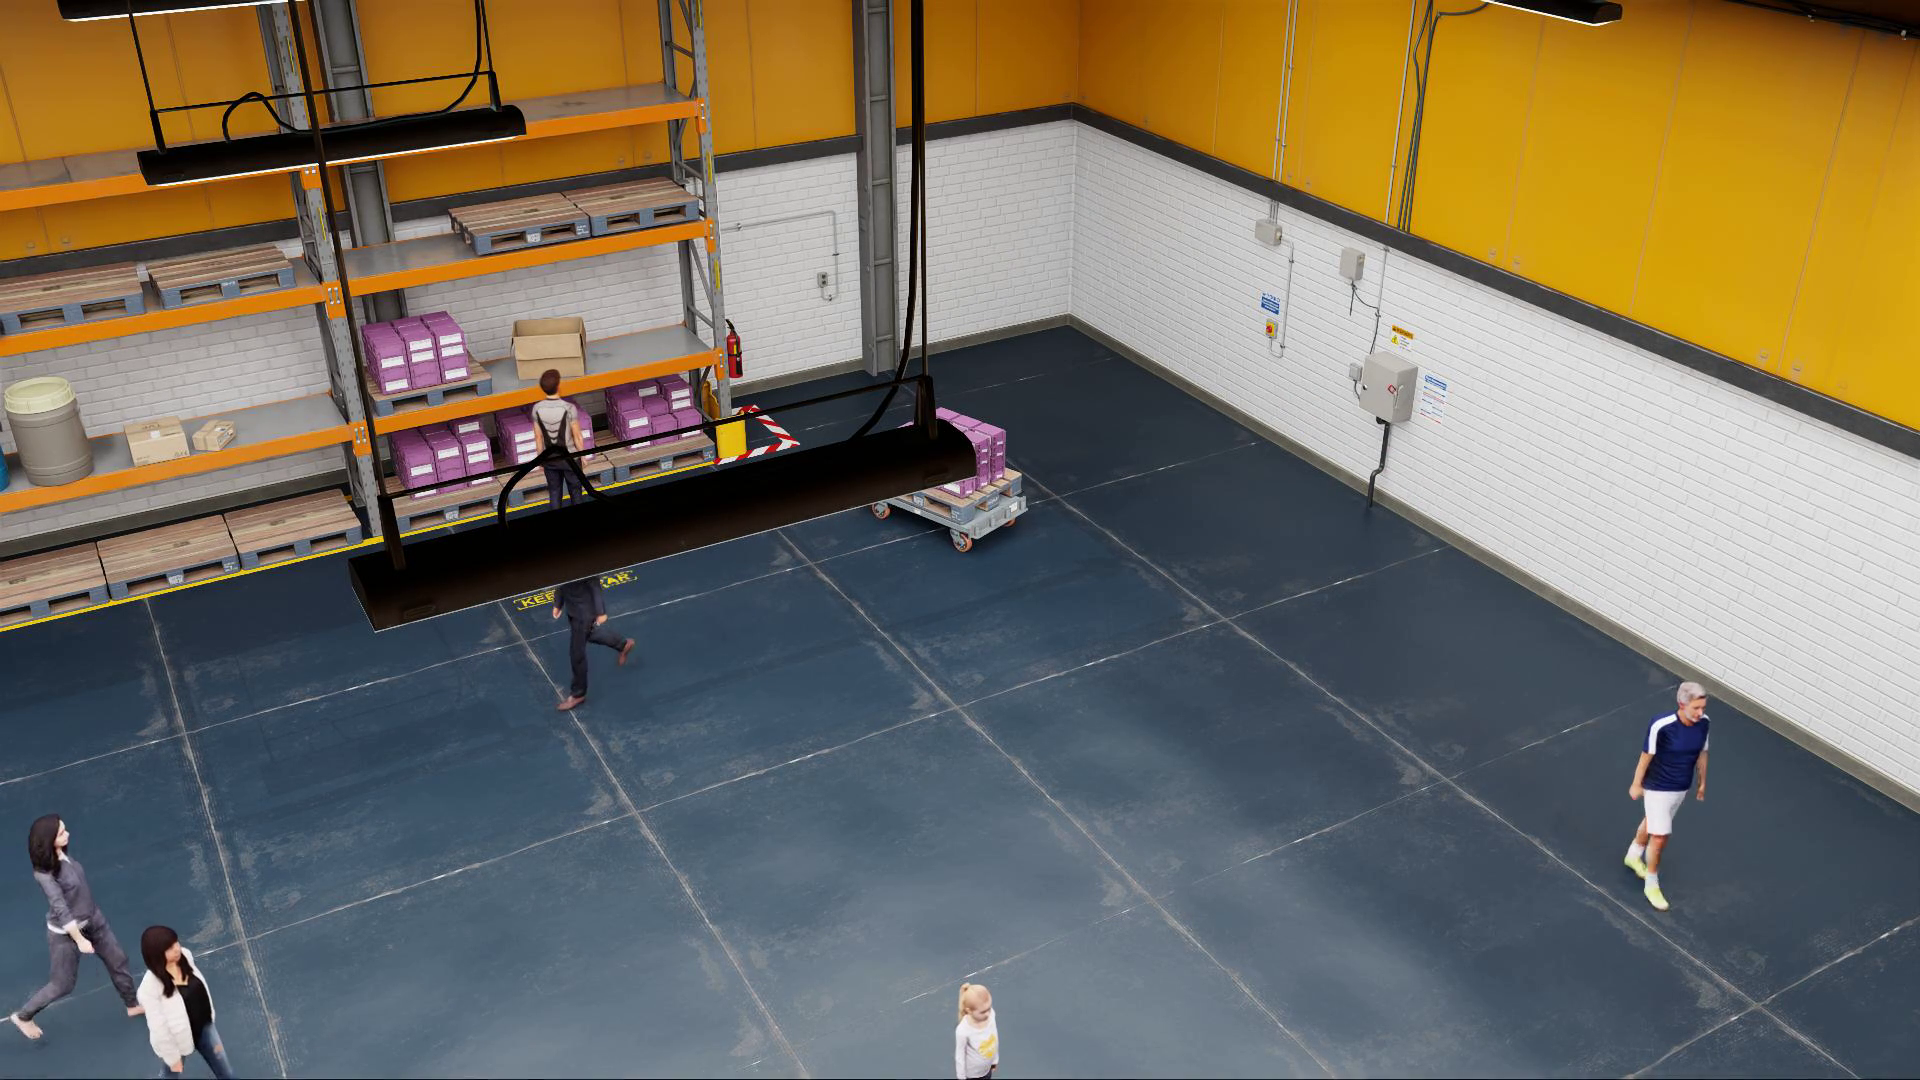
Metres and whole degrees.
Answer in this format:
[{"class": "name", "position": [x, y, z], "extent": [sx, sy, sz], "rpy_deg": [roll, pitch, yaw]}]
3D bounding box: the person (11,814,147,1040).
[{"class": "person", "position": [-5.927, 2.588, 10.944], "extent": [1.201, 1.728, 0.842], "rpy_deg": [-5, 29, -10]}]

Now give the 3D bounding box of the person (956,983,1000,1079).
[{"class": "person", "position": [0.084, 3.229, 10.241], "extent": [0.484, 1.275, 0.590], "rpy_deg": [-25, 37, -38]}]

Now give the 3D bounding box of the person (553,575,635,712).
[{"class": "person", "position": [-3.257, 0.557, 14.554], "extent": [0.809, 1.835, 1.200], "rpy_deg": [25, 37, 38]}]

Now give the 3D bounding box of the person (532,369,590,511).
[{"class": "person", "position": [-4.094, -0.852, 17.077], "extent": [0.664, 1.892, 0.792], "rpy_deg": [0, 29, 0]}]

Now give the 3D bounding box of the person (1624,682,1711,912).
[{"class": "person", "position": [5.188, 1.767, 12.354], "extent": [0.882, 1.818, 0.834], "rpy_deg": [-9, 30, -16]}]

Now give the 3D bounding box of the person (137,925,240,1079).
[{"class": "person", "position": [-4.864, 3.026, 10.278], "extent": [1.135, 1.595, 1.086], "rpy_deg": [8, 30, 14]}]
